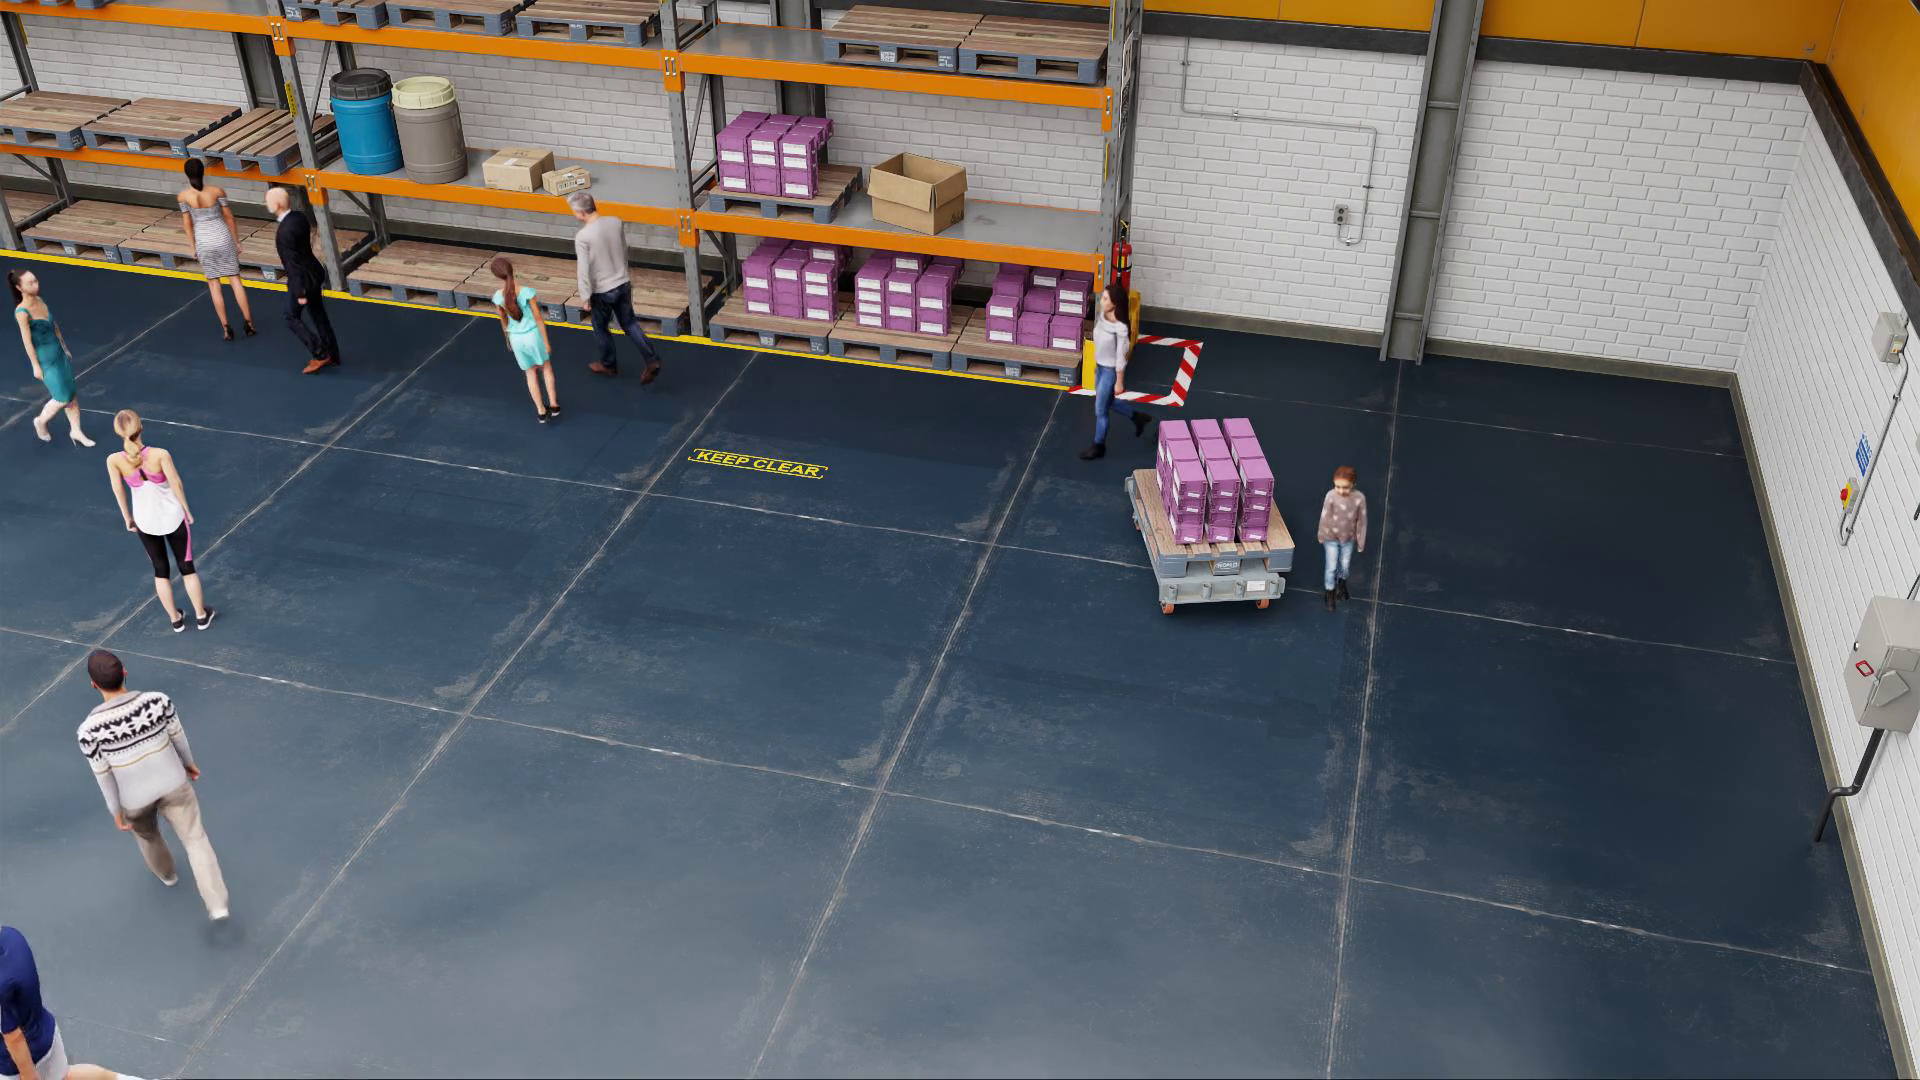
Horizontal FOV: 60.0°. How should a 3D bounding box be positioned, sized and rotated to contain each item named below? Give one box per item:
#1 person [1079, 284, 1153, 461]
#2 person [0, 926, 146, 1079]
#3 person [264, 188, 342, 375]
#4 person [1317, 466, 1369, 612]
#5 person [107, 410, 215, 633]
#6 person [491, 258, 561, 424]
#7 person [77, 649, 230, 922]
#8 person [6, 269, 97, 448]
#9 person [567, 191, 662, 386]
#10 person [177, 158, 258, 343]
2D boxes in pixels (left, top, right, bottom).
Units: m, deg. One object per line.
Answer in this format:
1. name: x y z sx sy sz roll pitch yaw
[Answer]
1. person: 1.329 -1.423 13.998 1.005 1.617 0.864 -9 35 -13
2. person: -4.444 2.409 8.055 1.168 1.816 1.027 -13 36 -18
3. person: -5.955 -2.392 15.302 0.710 1.788 0.767 0 34 0
4. person: 2.818 -0.058 12.346 0.530 1.173 0.592 2 34 3
5. person: -5.720 -0.123 11.888 0.611 1.788 0.736 -7 34 -11
6. person: -3.771 -1.726 14.540 0.579 1.523 0.734 4 34 7
7. person: -4.574 1.444 9.485 1.137 1.840 1.281 -24 40 -31
8. person: -7.784 -1.515 14.082 0.746 1.678 0.648 1 34 2
9. person: -3.089 -2.225 14.989 1.273 1.856 1.034 24 41 32
10. person: -7.080 -2.759 15.823 0.657 1.822 0.744 -13 36 -19
